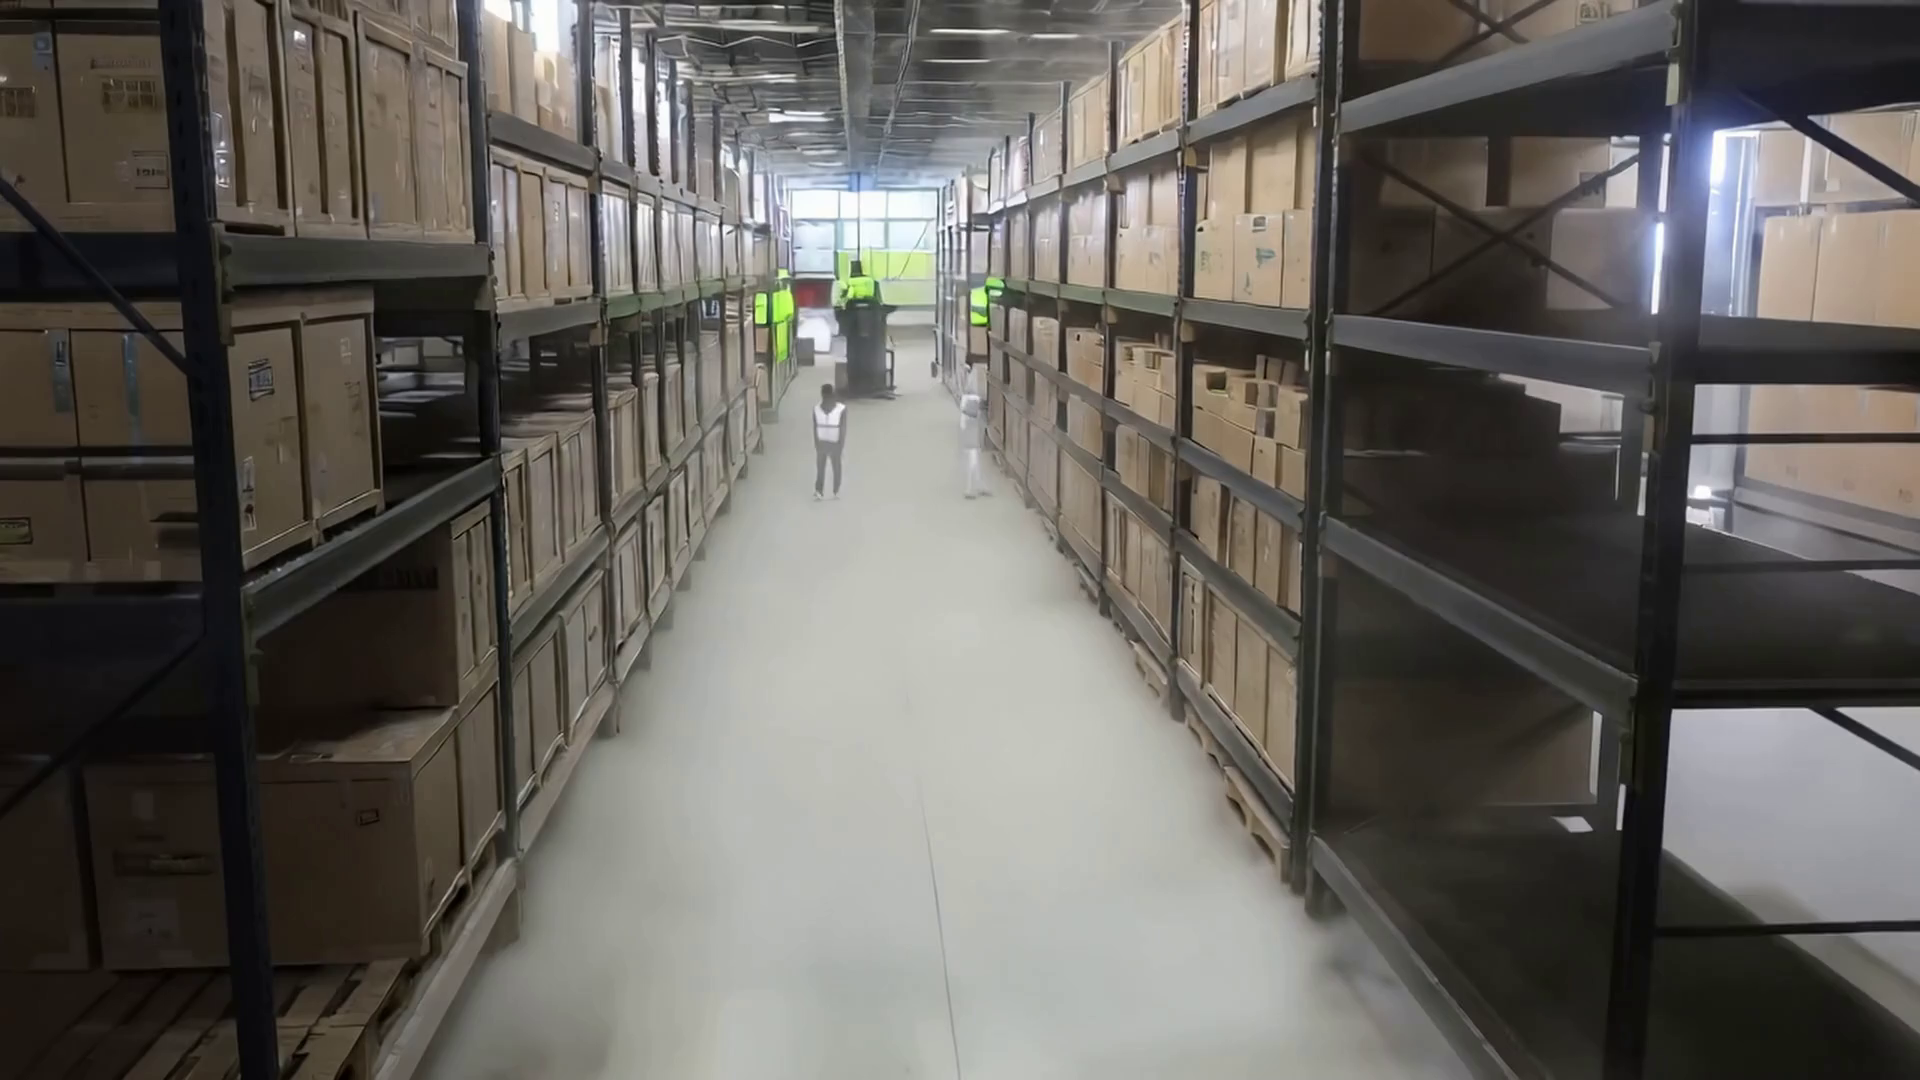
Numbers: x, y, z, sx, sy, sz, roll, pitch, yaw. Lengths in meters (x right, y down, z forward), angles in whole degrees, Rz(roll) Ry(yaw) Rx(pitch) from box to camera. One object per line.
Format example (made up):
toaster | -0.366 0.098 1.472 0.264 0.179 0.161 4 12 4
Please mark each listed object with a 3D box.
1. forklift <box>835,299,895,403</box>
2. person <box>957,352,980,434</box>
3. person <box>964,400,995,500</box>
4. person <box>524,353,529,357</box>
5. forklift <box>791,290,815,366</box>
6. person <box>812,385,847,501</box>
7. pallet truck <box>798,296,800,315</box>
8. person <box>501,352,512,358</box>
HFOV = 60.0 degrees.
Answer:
forklift | -2.657 -5.214 45.616 1.129 2.768 1.873 -4 10 -24
person | 0.226 -3.280 37.178 0.429 1.838 0.621 8 13 41
person | 0.301 -1.439 26.851 0.515 1.617 0.574 2 10 14
person | -10.165 -3.839 39.947 0.623 2.021 0.612 -1 10 -5
forklift | -6.248 -7.658 60.214 1.129 2.768 1.873 7 12 35
person | -2.116 -1.552 26.751 0.588 1.859 1.015 2 10 10
pallet truck | -8.622 -12.439 91.403 1.885 1.965 0.823 2 10 13
person | -9.961 -3.167 36.359 0.737 1.881 0.653 -5 11 -27
